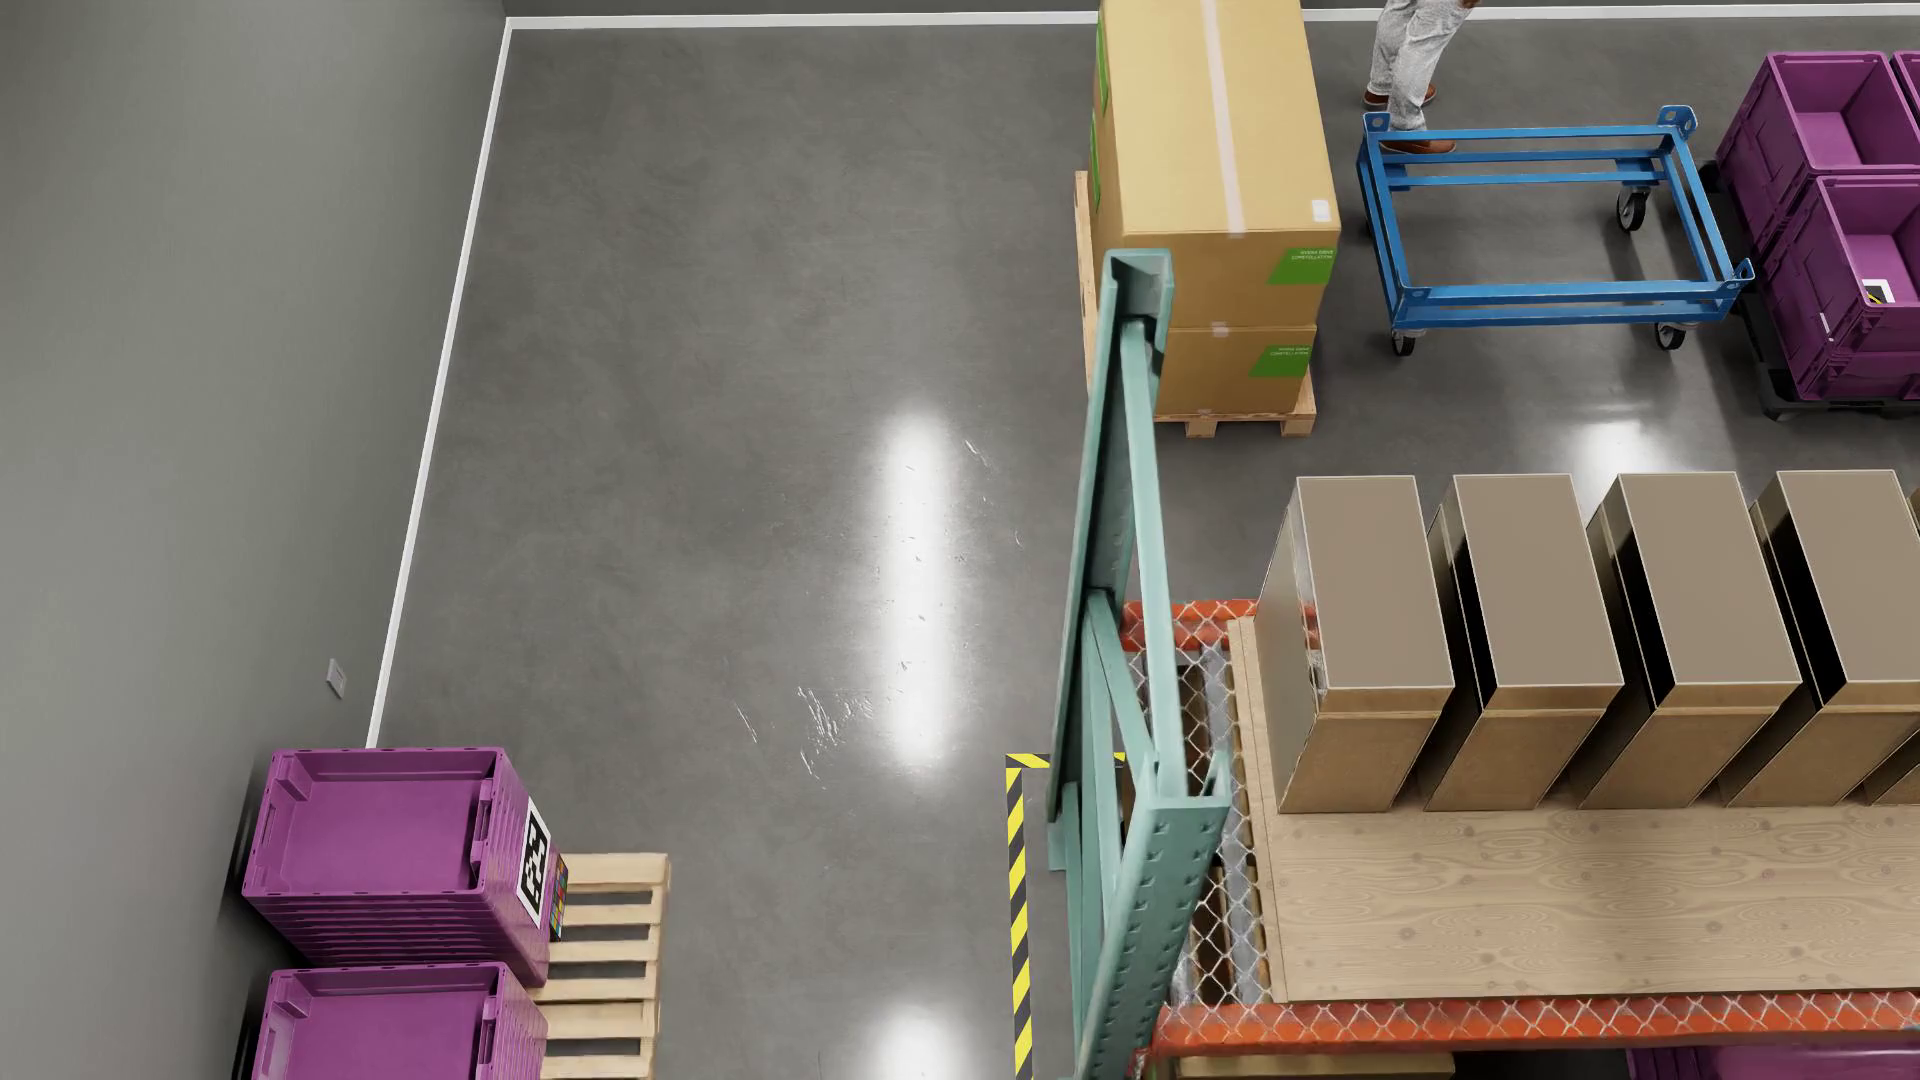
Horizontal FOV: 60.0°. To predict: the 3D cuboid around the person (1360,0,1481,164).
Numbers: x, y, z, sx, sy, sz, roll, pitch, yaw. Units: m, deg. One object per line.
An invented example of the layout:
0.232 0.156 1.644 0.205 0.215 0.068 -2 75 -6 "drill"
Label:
1.821 -2.245 6.079 0.370 1.940 0.627 -2 58 -1 "person"
